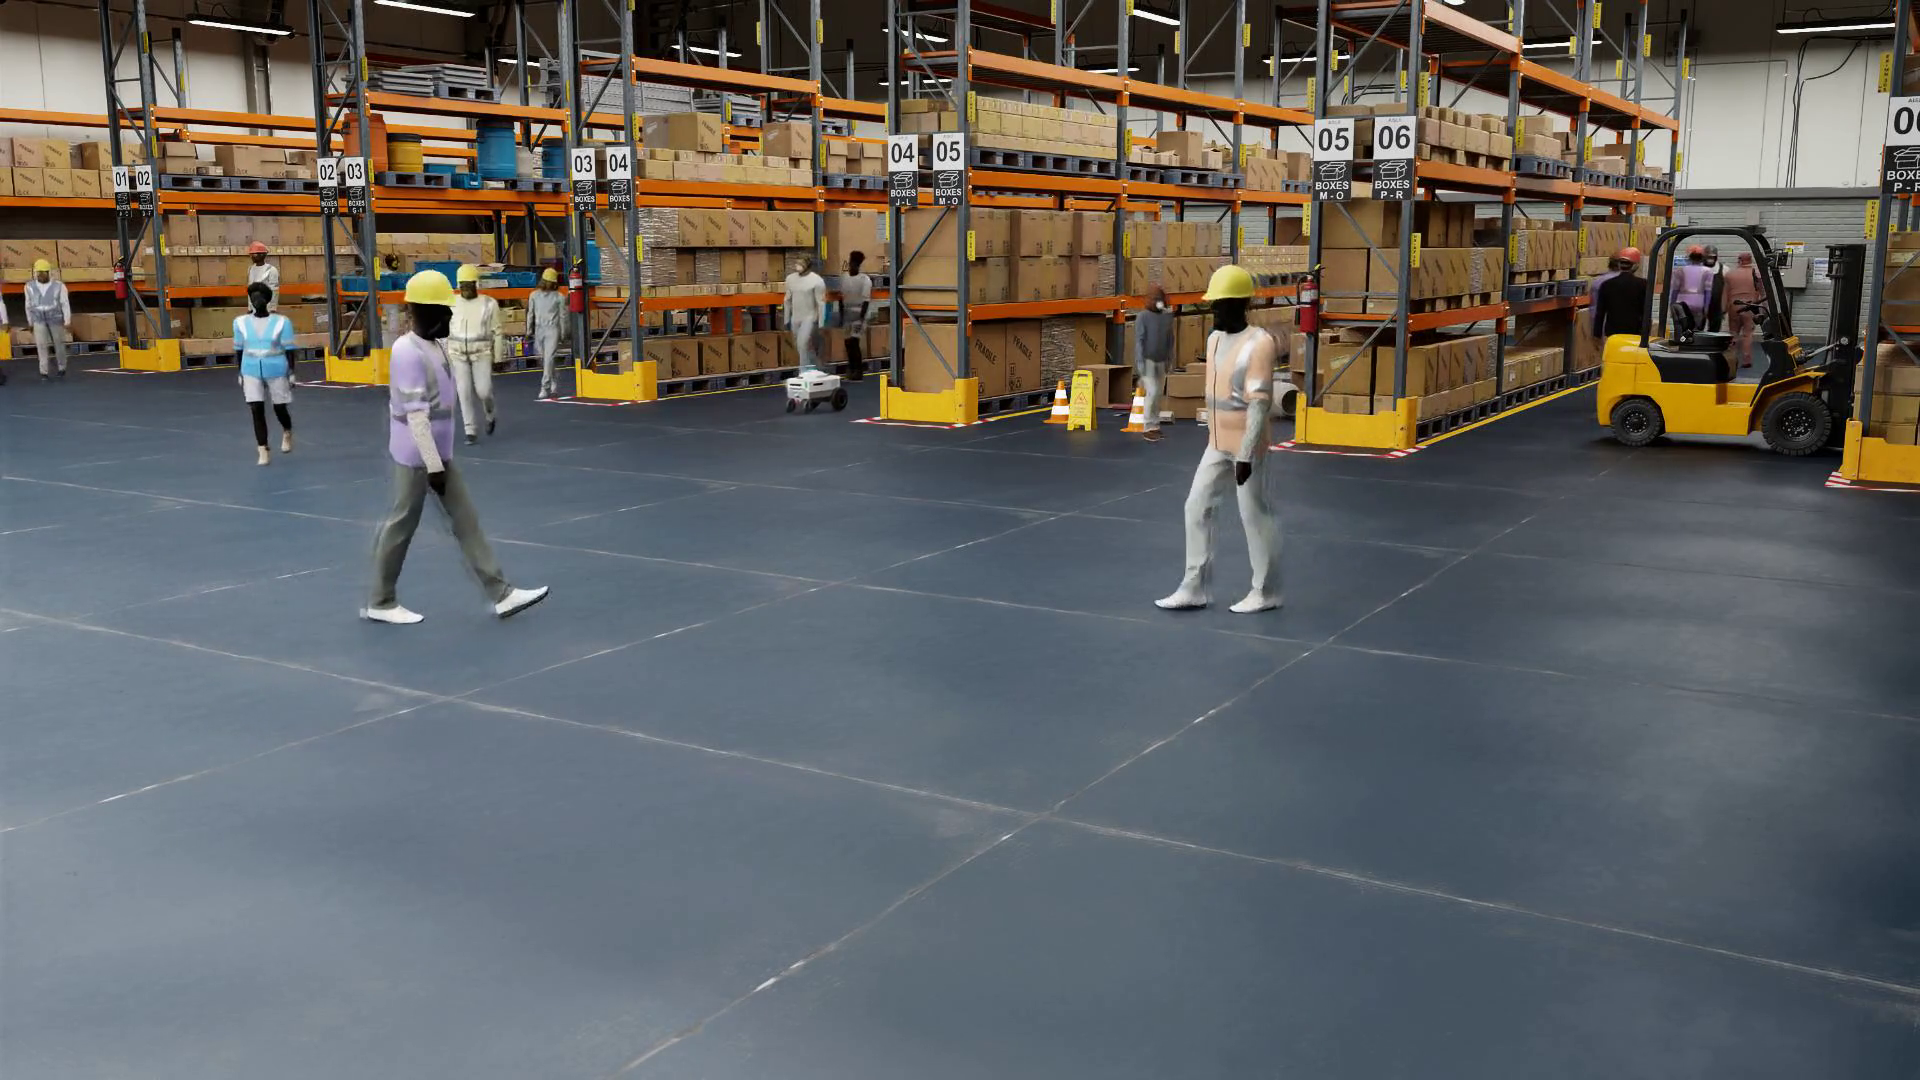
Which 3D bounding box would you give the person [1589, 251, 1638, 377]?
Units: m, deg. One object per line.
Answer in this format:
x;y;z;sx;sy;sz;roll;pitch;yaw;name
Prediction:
8.345;-2.718;21.225;0.646;1.928;0.536;7;12;34;person

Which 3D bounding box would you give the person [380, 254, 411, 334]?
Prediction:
-9.528;-3.909;28.157;0.551;1.834;0.859;5;11;28;person

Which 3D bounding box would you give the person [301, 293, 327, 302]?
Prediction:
-12.636;-4.766;32.562;0.621;1.974;0.444;8;13;39;person

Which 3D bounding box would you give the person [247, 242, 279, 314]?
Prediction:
-11.184;-3.745;26.654;0.605;2.045;0.379;4;11;24;person

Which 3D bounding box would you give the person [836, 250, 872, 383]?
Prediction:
-1.526;-3.223;24.061;0.521;1.922;0.646;-10;14;-44;person

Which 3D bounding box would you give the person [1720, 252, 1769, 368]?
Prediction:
12.890;-3.780;27.303;0.707;1.871;0.793;6;12;30;person

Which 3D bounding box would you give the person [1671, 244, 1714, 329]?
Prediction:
12.179;-3.911;27.694;0.621;2.008;0.872;5;11;24;person

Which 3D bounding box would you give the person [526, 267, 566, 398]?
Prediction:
-5.452;-2.761;22.073;0.502;1.704;0.730;1;10;7;person

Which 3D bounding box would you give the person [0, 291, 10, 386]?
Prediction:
-13.695;-3.093;23.376;0.622;1.909;0.530;3;11;17;person

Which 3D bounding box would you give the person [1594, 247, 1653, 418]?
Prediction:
7.622;-2.371;19.155;0.646;1.980;0.546;9;14;42;person

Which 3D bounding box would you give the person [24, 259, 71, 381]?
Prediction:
-13.538;-3.273;24.726;0.604;1.795;0.910;-3;11;-18;person

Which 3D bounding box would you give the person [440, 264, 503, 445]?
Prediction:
-4.940;-1.874;16.808;0.596;1.818;0.457;-1;10;-4;person

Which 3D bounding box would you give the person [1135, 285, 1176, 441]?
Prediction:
1.998;-1.802;17.020;0.508;1.595;0.525;-7;12;-36;person

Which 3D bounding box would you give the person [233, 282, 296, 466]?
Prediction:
-6.383;-1.538;15.325;0.540;1.679;0.625;-2;10;-12;person

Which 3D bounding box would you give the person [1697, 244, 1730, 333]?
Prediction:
12.859;-4.093;28.616;0.716;2.000;0.586;2;10;13;person

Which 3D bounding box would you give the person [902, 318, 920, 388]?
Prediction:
-0.725;-2.927;23.062;0.321;1.692;0.529;-8;13;-37;person

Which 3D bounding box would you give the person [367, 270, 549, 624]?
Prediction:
-2.726;-0.468;8.761;0.988;1.870;0.618;0;10;2;person

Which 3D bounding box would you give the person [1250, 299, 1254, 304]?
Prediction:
5.227;-4.416;31.014;0.591;1.827;0.451;7;12;35;person

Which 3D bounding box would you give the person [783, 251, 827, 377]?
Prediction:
-2.116;-3.045;23.118;0.632;1.920;0.844;7;12;34;person

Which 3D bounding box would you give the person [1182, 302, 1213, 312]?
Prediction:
4.119;-4.010;28.739;0.653;1.830;0.439;5;12;28;person

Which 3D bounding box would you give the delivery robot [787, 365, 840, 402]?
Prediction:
-1.762;-1.864;20.031;0.477;0.478;0.707;7;12;33;delivery robot

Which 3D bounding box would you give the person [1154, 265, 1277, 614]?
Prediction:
1.406;-0.521;9.006;0.809;1.896;0.636;-5;11;-24;person
